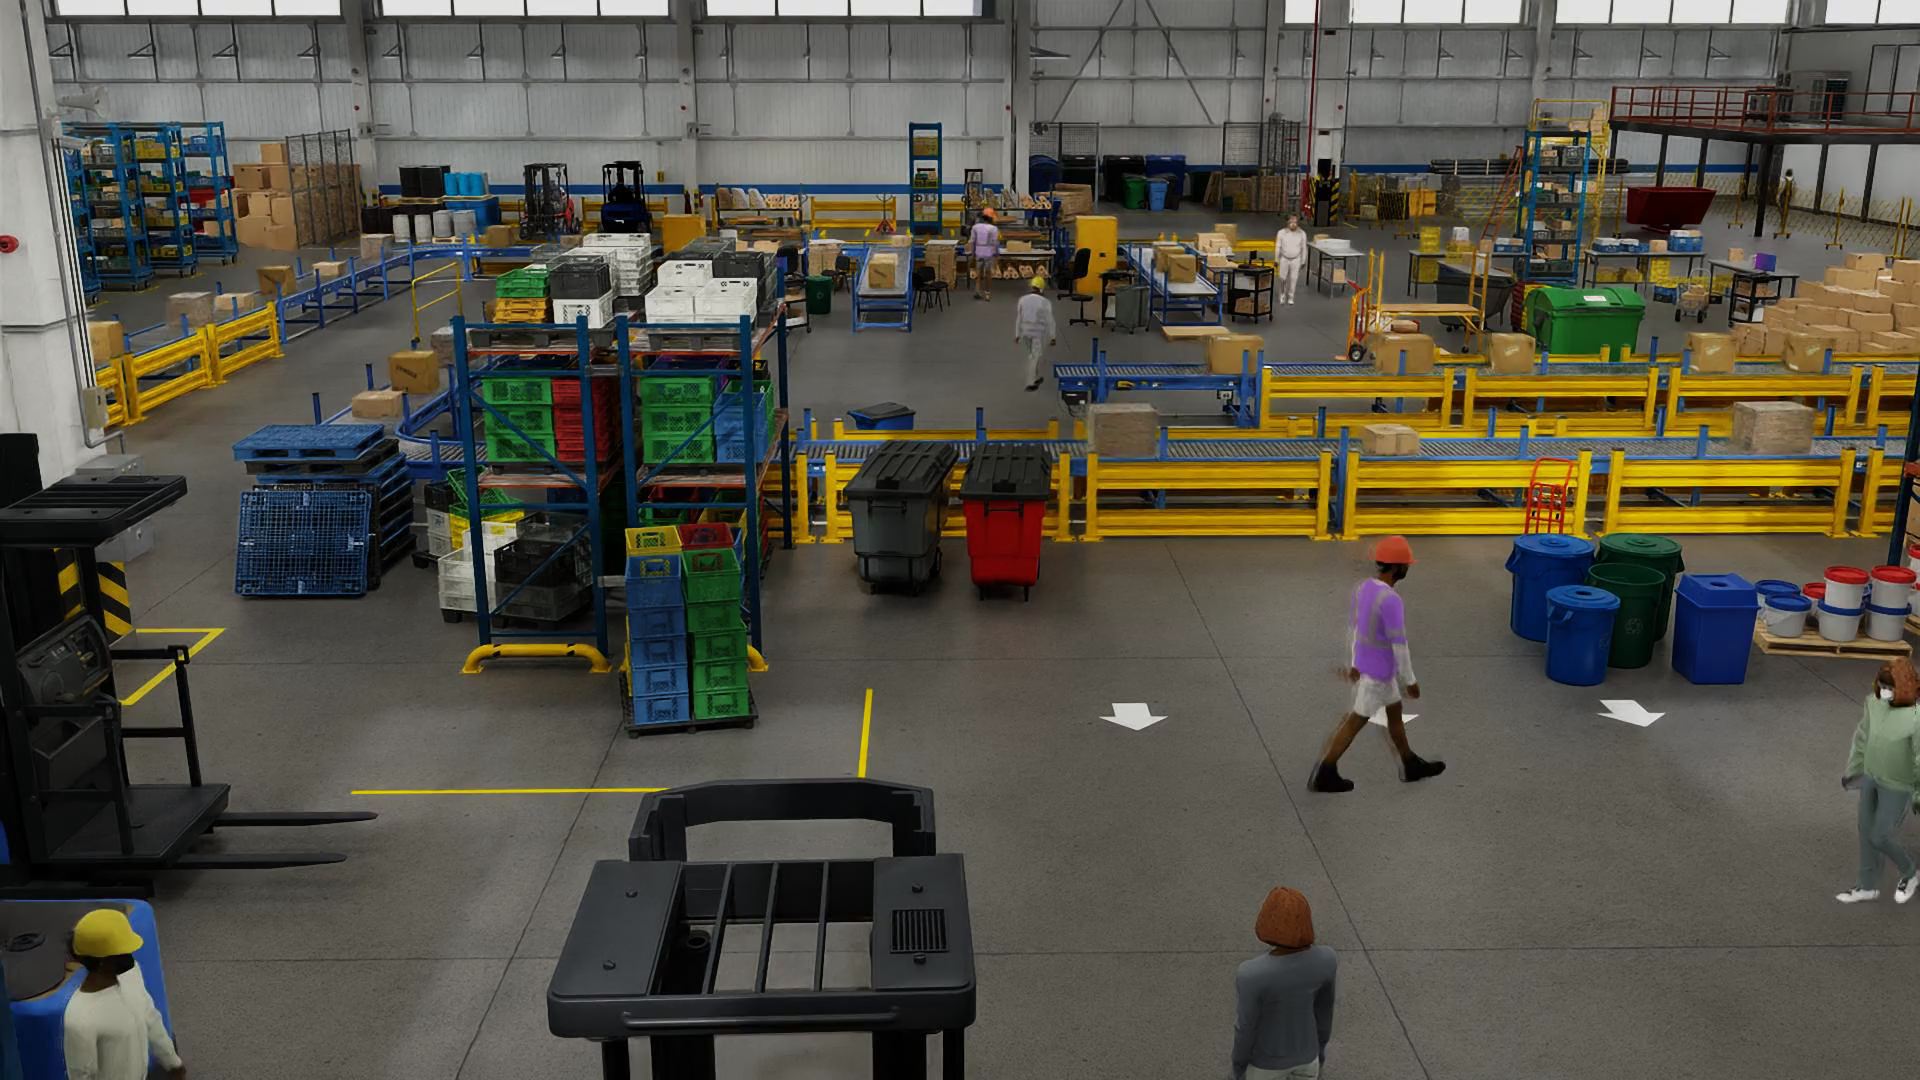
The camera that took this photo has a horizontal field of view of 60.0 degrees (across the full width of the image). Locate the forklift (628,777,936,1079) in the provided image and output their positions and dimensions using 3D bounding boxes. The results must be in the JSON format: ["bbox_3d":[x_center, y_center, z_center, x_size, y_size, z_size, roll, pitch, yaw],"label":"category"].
[{"bbox_3d":[-0.542,2.165,5.552,1.129,2.768,1.873,-1,16,-2],"label":"forklift"}]

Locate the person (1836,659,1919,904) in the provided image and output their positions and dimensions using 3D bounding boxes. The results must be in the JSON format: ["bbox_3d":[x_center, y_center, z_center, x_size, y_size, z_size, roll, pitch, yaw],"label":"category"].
[{"bbox_3d":[5.669,1.487,10.154,0.395,1.618,0.498,-3,16,-11],"label":"person"}]

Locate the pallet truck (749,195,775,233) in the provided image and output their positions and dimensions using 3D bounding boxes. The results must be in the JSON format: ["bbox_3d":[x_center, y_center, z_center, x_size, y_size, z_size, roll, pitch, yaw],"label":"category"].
[{"bbox_3d":[-6.051,-9.967,50.660,0.680,1.201,1.601,0,16,-1],"label":"pallet truck"}]

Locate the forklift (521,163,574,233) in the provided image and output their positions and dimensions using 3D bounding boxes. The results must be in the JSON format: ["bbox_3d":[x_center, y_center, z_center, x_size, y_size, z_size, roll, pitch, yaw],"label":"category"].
[{"bbox_3d":[-12.233,-10.122,49.298,1.157,1.987,2.680,0,16,-1],"label":"forklift"}]

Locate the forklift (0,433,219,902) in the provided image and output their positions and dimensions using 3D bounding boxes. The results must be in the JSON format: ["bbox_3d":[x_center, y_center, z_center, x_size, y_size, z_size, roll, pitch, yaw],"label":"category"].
[{"bbox_3d":[-5.952,0.780,10.366,1.873,2.768,1.129,0,16,-1],"label":"forklift"}]

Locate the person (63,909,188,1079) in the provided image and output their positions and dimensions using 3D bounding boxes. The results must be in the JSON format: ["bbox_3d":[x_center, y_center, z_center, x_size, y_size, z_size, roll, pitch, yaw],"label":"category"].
[{"bbox_3d":[-3.577,2.331,7.048,0.902,1.724,0.536,-2,16,-5],"label":"person"}]

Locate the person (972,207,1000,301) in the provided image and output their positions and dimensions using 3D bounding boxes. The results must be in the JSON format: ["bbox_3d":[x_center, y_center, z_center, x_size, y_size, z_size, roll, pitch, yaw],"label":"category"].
[{"bbox_3d":[0.572,-6.226,36.253,0.662,2.018,0.471,9,19,30],"label":"person"}]

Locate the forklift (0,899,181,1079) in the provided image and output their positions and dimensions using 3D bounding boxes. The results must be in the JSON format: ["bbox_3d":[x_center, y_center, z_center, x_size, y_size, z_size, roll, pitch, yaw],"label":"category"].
[{"bbox_3d":[-4.867,1.573,7.610,1.873,2.768,1.129,0,16,-1],"label":"forklift"}]

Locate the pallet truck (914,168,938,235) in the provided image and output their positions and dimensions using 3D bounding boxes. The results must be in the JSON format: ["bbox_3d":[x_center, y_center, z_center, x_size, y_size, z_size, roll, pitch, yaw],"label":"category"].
[{"bbox_3d":[-0.989,-10.316,50.507,0.823,1.965,1.885,1,16,3],"label":"pallet truck"}]

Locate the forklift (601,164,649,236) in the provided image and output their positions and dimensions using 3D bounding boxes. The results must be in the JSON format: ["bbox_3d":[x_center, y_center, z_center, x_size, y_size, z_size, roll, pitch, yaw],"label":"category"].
[{"bbox_3d":[-9.948,-10.127,49.296,1.157,1.987,2.680,-1,16,-3],"label":"forklift"}]

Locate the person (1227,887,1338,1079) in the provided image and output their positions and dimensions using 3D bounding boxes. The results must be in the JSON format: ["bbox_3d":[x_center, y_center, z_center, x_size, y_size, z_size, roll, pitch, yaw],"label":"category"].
[{"bbox_3d":[1.414,2.287,7.346,0.498,1.633,0.285,-6,17,-20],"label":"person"}]

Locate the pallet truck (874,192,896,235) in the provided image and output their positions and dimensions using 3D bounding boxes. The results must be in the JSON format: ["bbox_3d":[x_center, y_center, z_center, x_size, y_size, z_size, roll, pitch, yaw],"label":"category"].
[{"bbox_3d":[-2.277,-9.986,50.594,0.653,1.274,1.630,0,16,-1],"label":"pallet truck"}]

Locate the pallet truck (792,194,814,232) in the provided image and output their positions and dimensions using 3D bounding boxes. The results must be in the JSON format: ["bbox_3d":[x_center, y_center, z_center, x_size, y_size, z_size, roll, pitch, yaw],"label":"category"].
[{"bbox_3d":[-4.814,-9.883,50.259,0.704,1.261,1.522,-1,16,-3],"label":"pallet truck"}]

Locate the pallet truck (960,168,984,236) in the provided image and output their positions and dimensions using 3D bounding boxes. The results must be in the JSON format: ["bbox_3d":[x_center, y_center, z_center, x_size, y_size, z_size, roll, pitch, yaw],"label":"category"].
[{"bbox_3d":[0.383,-10.230,50.206,0.823,1.965,1.885,-1,16,-3],"label":"pallet truck"}]

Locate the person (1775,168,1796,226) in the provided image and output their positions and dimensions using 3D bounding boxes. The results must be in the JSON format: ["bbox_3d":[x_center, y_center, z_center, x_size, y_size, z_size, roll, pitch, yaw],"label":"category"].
[{"bbox_3d":[26.188,-10.868,52.736,0.526,1.825,0.641,2,16,7],"label":"person"}]

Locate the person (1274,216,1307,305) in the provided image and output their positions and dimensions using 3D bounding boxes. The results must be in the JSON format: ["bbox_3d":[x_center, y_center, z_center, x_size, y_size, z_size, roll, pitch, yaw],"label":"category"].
[{"bbox_3d":[7.089,-5.980,35.618,0.679,1.887,0.540,2,16,7],"label":"person"}]

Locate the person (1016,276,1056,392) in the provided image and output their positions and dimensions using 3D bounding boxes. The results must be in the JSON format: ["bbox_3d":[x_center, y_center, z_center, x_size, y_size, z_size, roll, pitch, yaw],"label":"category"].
[{"bbox_3d":[1.262,-3.285,26.408,0.626,1.796,0.836,10,19,32],"label":"person"}]

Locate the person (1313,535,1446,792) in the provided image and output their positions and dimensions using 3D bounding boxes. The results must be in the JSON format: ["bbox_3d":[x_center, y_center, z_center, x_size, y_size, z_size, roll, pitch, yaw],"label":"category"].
[{"bbox_3d":[2.998,0.887,11.779,1.012,1.886,0.552,0,16,-2],"label":"person"}]
